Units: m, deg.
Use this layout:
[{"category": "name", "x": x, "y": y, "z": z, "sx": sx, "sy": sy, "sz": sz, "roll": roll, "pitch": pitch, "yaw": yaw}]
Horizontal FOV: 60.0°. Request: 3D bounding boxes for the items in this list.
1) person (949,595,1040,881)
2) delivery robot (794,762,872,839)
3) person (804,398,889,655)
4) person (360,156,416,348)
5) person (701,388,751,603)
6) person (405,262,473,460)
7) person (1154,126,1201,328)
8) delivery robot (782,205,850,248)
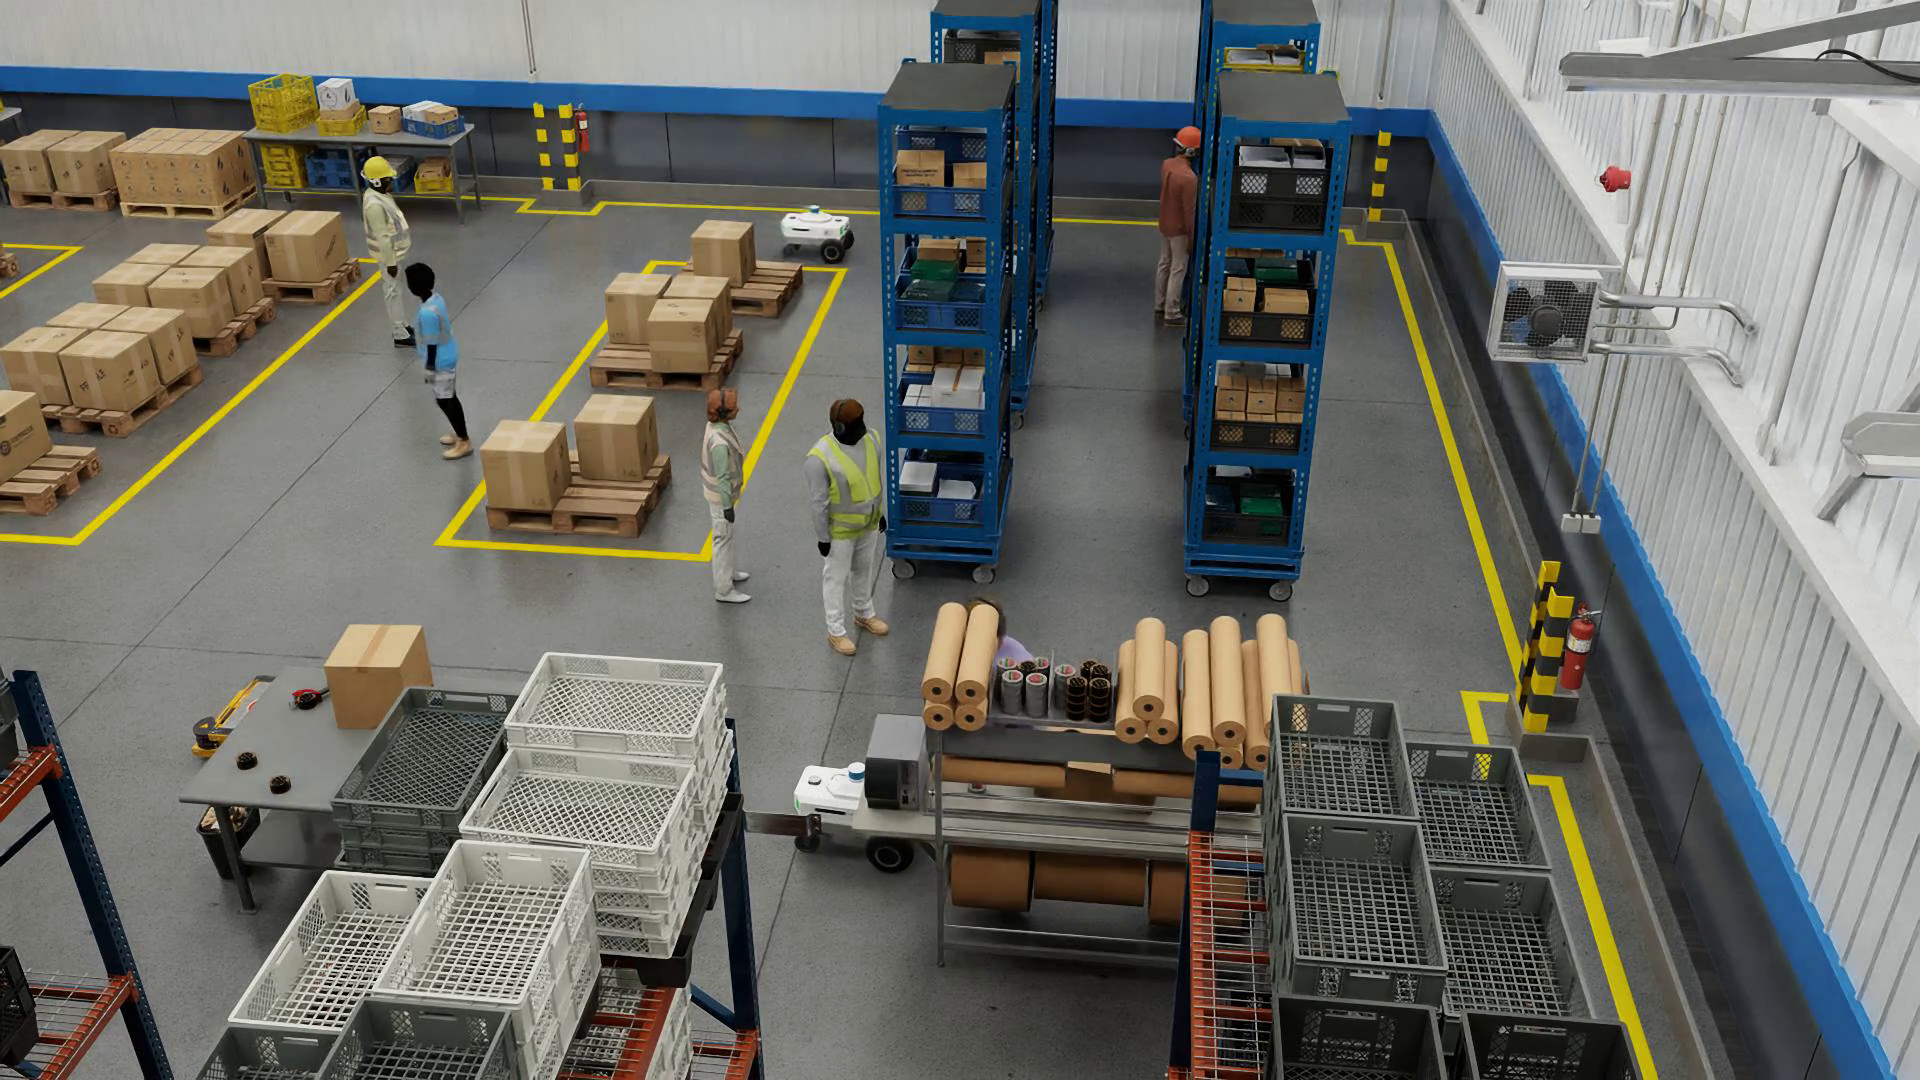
[{"category": "person", "x": 0.150, "y": 1.110, "z": 9.106, "sx": 0.629, "sy": 1.931, "sz": 0.368, "roll": 18, "pitch": 35, "yaw": 28}, {"category": "delivery robot", "x": -0.594, "y": 1.514, "z": 9.675, "sx": 0.707, "sy": 0.478, "sz": 0.477, "roll": 6, "pitch": 31, "yaw": 10}, {"category": "person", "x": -0.734, "y": -0.113, "z": 11.287, "sx": 0.429, "sy": 1.846, "sz": 0.628, "roll": 24, "pitch": 38, "yaw": 35}, {"category": "person", "x": -5.405, "y": -2.741, "z": 15.811, "sx": 0.403, "sy": 1.835, "sz": 0.586, "roll": -9, "pitch": 31, "yaw": -14}, {"category": "person", "x": -1.677, "y": -0.325, "z": 11.863, "sx": 0.315, "sy": 1.632, "sz": 0.520, "roll": -5, "pitch": 31, "yaw": -8}, {"category": "person", "x": -4.330, "y": -1.494, "z": 13.817, "sx": 0.320, "sy": 1.685, "sz": 0.539, "roll": -7, "pitch": 31, "yaw": -12}, {"category": "person", "x": 2.139, "y": -3.041, "z": 16.186, "sx": 0.413, "sy": 1.982, "sz": 0.623, "roll": -11, "pitch": 32, "yaw": -18}, {"category": "delivery robot", "x": -1.573, "y": -3.398, "z": 18.112, "sx": 0.707, "sy": 0.478, "sz": 0.477, "roll": 5, "pitch": 31, "yaw": 9}]
